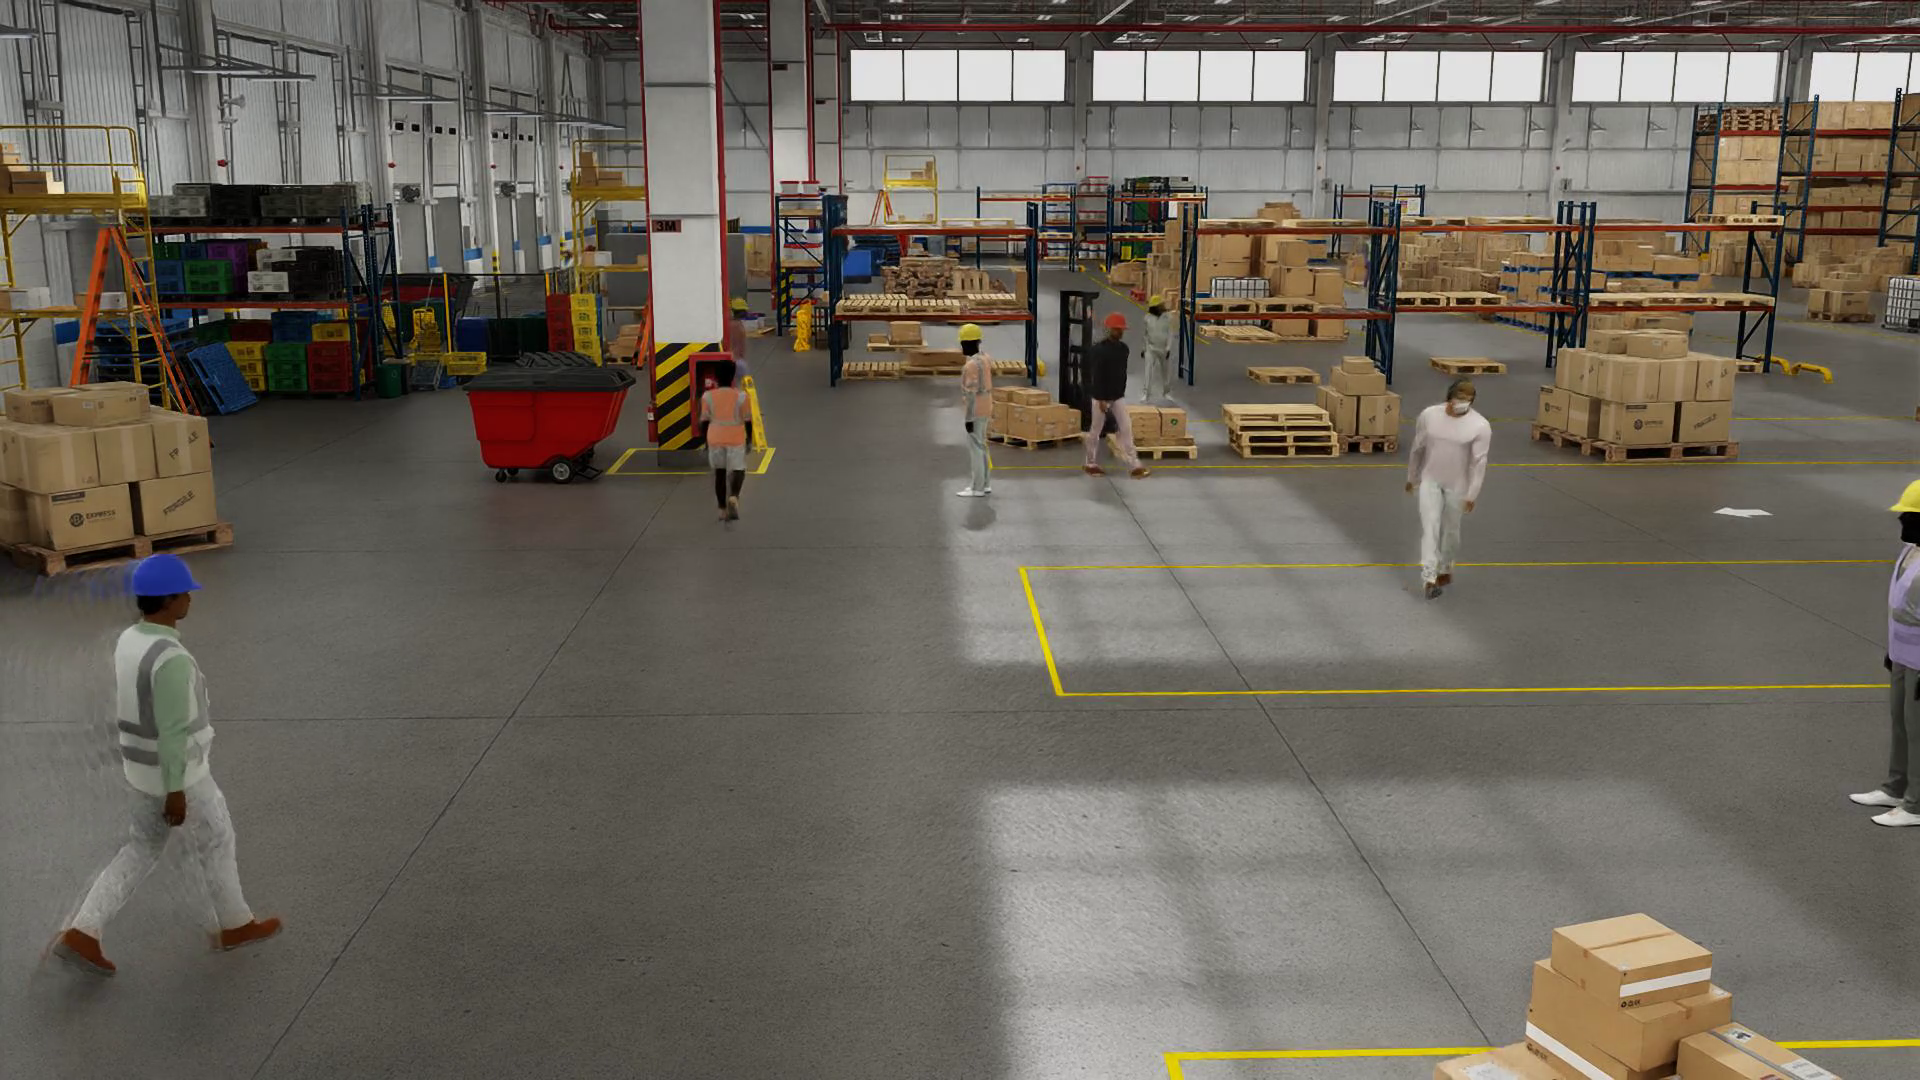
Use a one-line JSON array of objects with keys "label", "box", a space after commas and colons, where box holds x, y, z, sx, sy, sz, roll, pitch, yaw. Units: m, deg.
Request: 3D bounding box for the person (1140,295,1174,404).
[{"label": "person", "box": [3.081, -2.976, 25.910, 0.515, 1.674, 0.815, 3, 13, 13]}]

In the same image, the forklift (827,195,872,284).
[{"label": "forklift", "box": [-3.838, -9.487, 52.554, 1.873, 2.768, 1.129, -7, 14, -28]}]

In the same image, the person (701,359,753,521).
[{"label": "person", "box": [-2.379, -0.996, 16.950, 0.540, 1.687, 0.487, 1, 13, 4]}]

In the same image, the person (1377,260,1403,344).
[{"label": "person", "box": [8.733, -4.808, 33.912, 0.524, 1.799, 0.951, 5, 13, 20]}]

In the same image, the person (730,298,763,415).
[{"label": "person", "box": [-3.336, -2.691, 24.455, 0.763, 1.742, 0.522, -2, 13, -8]}]

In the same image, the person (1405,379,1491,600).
[{"label": "person", "box": [4.078, -0.438, 14.006, 0.695, 1.865, 1.002, 5, 14, 23]}]

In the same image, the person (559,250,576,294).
[{"label": "person", "box": [-9.966, -6.574, 42.317, 0.533, 1.596, 0.867, 4, 13, 16]}]

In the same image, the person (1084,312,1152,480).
[{"label": "person", "box": [1.802, -1.652, 19.311, 0.633, 1.942, 1.001, -9, 15, -36]}]

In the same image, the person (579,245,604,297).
[{"label": "person", "box": [-8.791, -6.096, 39.657, 0.560, 1.833, 1.034, 2, 13, 8]}]

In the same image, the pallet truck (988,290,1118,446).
[{"label": "pallet truck", "box": [1.257, -2.299, 22.111, 1.885, 1.965, 0.823, -9, 15, -35]}]

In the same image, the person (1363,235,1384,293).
[{"label": "person", "box": [12.115, -8.144, 48.732, 0.596, 1.895, 0.845, -2, 13, -8]}]

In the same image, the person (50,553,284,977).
[{"label": "person", "box": [-3.605, 1.008, 7.395, 0.617, 1.915, 0.923, 12, 17, 43]}]

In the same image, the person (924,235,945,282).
[{"label": "person", "box": [-0.790, -8.981, 52.518, 0.647, 1.883, 1.055, 5, 14, 23]}]

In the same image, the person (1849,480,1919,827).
[{"label": "person", "box": [5.211, 0.620, 9.092, 0.383, 1.928, 0.588, 3, 13, 12]}]

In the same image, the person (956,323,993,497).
[{"label": "person", "box": [0.157, -1.425, 18.354, 0.391, 1.922, 0.589, 4, 13, 16]}]

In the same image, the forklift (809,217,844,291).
[{"label": "forklift", "box": [-4.375, -8.619, 48.637, 1.873, 2.768, 1.129, 0, 12, -2]}]
